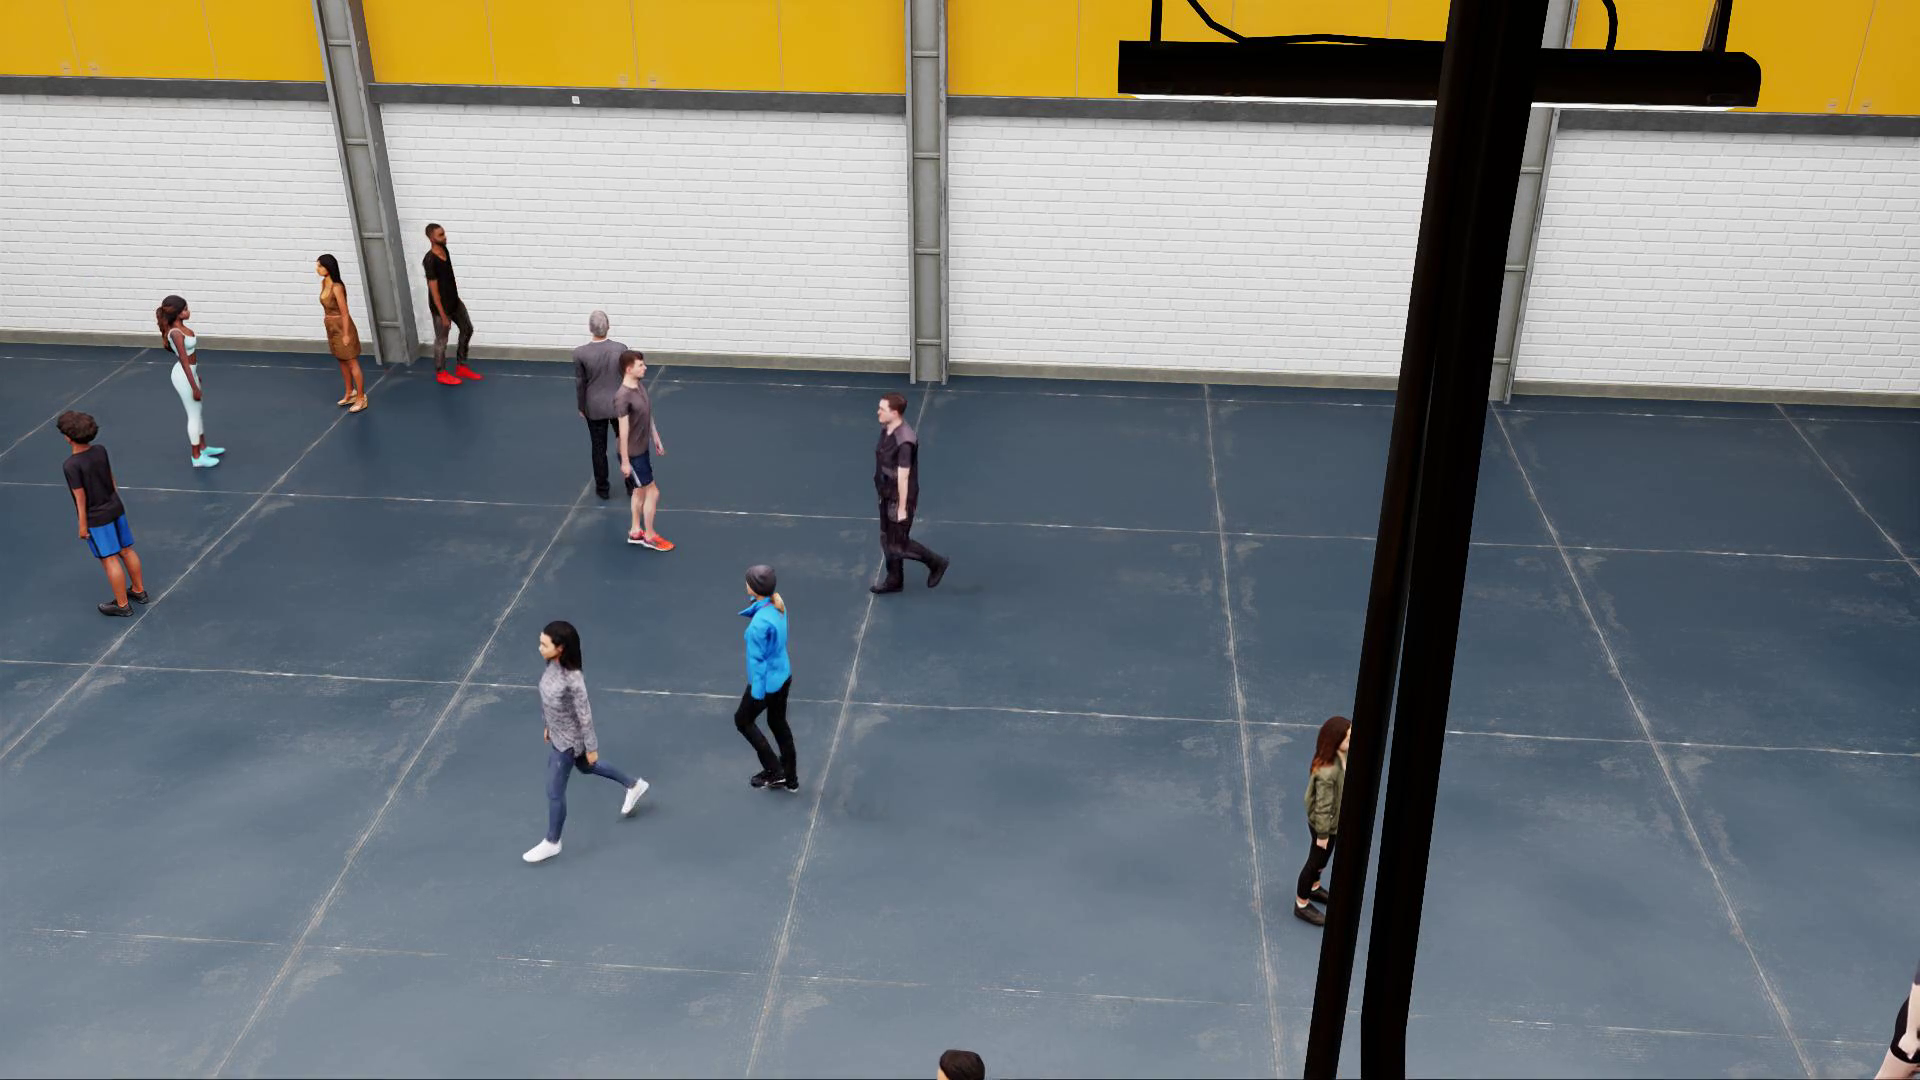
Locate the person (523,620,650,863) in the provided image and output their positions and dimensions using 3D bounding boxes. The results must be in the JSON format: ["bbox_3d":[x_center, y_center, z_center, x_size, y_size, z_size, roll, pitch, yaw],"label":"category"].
[{"bbox_3d":[-2.471,1.254,10.908,1.240,1.695,1.078,-16,32,-27],"label":"person"}]

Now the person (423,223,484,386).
[{"bbox_3d":[-5.568,-2.500,17.691,0.729,1.789,0.696,5,29,9],"label":"person"}]

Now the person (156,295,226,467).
[{"bbox_3d":[-7.433,-1.538,15.997,0.669,1.722,0.654,-11,30,-19],"label":"person"}]

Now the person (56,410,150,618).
[{"bbox_3d":[-6.966,-0.221,13.502,0.619,1.799,0.634,8,30,14],"label":"person"}]

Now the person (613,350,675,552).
[{"bbox_3d":[-2.889,-0.778,14.480,0.701,1.842,0.700,4,29,8],"label":"person"}]

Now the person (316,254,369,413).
[{"bbox_3d":[-6.375,-2.144,17.142,0.698,1.690,0.630,-24,37,-37],"label":"person"}]

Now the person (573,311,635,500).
[{"bbox_3d":[-3.257,-1.256,15.355,0.675,1.843,0.844,-7,29,-13],"label":"person"}]

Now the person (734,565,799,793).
[{"bbox_3d":[-1.220,0.989,11.303,0.714,1.781,0.705,10,30,18],"label":"person"}]

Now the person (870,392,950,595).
[{"bbox_3d":[-0.429,-0.362,13.726,1.035,1.833,0.936,-10,30,-18],"label":"person"}]

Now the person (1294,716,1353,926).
[{"bbox_3d":[2.268,1.710,10.302,0.611,1.475,0.634,12,31,21],"label":"person"}]
